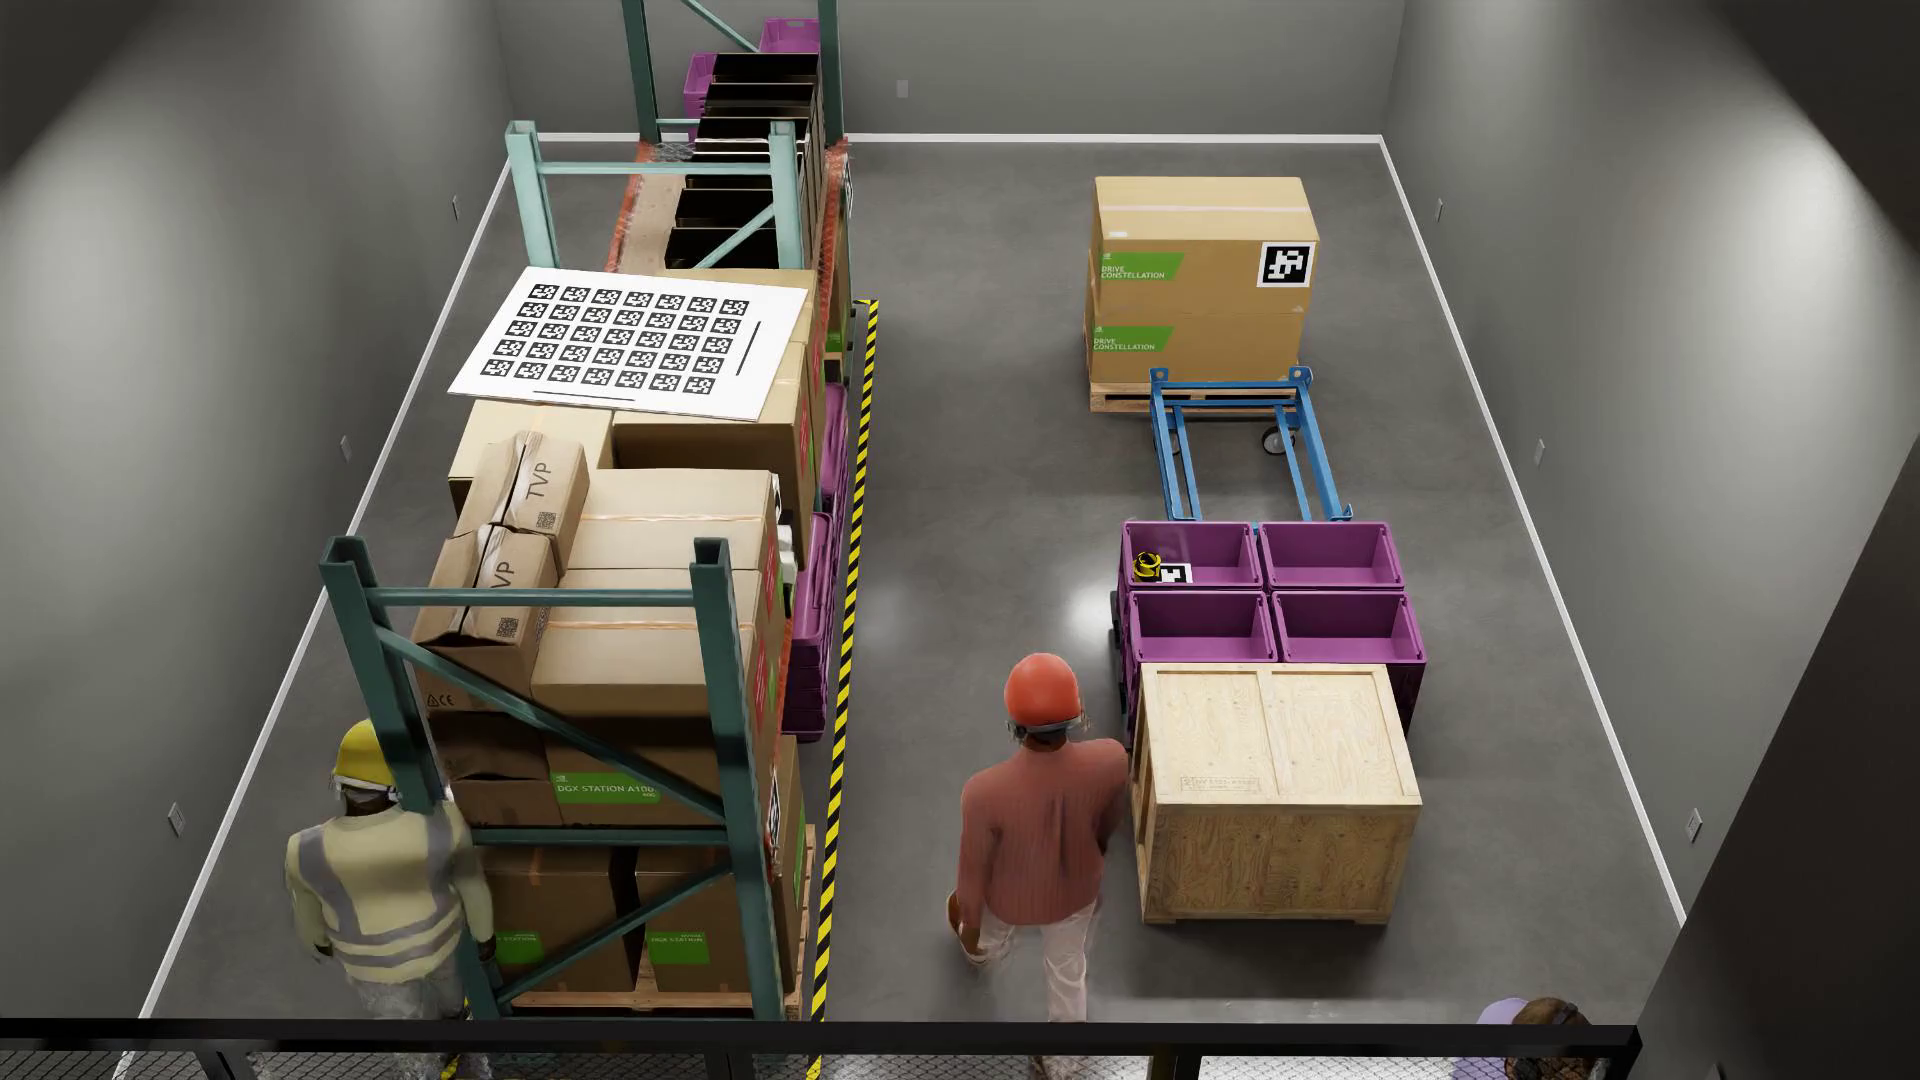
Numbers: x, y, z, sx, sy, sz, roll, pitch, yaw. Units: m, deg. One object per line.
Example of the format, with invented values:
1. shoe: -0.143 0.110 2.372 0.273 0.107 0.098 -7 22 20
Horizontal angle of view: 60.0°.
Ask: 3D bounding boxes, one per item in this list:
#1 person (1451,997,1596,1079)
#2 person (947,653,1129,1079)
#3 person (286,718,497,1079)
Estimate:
1. person: 1.528 1.941 4.902 0.371 1.938 0.630 11 42 12
2. person: 0.252 1.096 5.855 0.660 1.941 0.995 -12 43 -13
3. person: -1.924 1.305 5.748 0.588 1.766 0.849 -19 45 -20
